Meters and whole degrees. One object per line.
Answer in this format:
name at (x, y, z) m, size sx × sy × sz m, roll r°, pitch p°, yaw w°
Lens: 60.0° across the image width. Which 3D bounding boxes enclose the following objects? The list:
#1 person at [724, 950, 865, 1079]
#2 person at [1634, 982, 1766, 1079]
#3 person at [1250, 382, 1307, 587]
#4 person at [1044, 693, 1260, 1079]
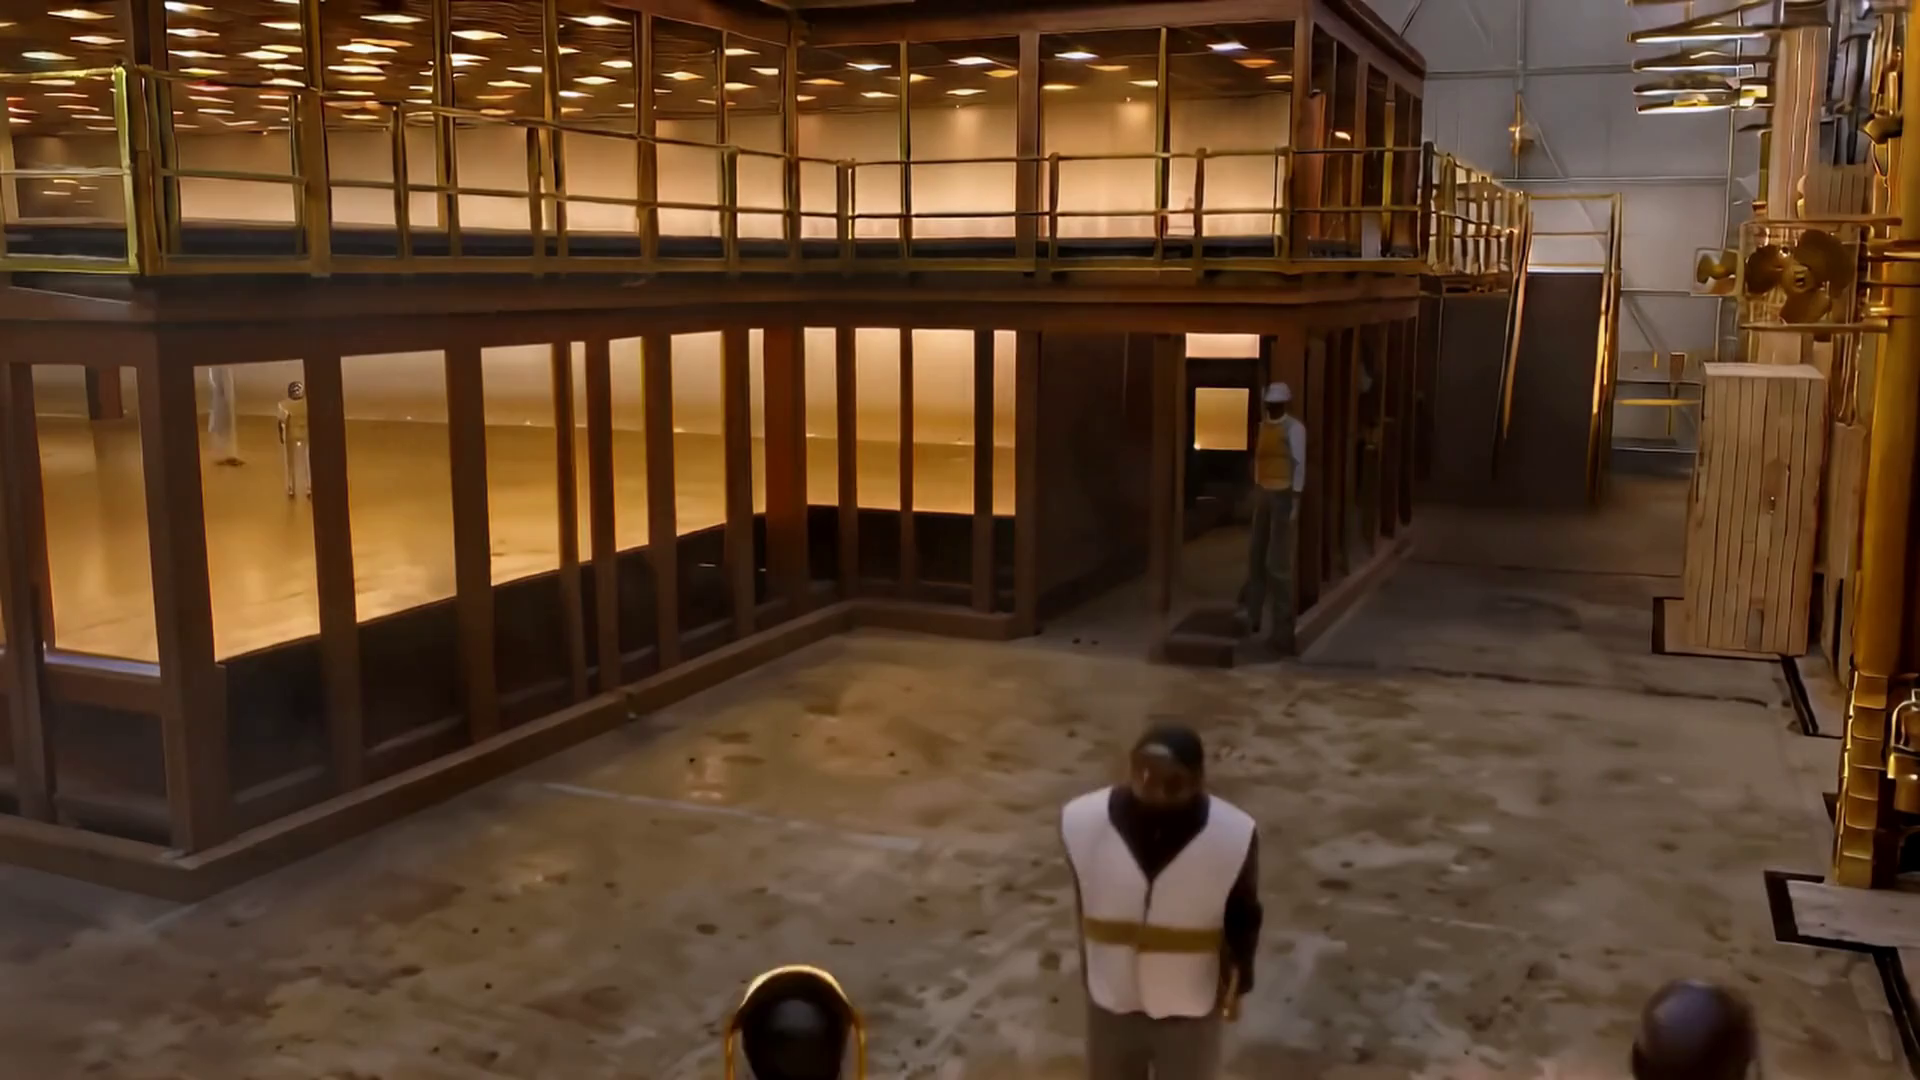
person at (-0.267, 1.654, 3.005) m, size 0.538 × 1.860 × 0.507 m, roll -1°, pitch 9°, yaw -5°
person at (1.376, 1.680, 3.098) m, size 0.621 × 1.790 × 0.992 m, roll 8°, pitch 12°, yaw 40°
person at (3.077, -0.539, 16.154) m, size 0.409 × 1.986 × 0.613 m, roll -7°, pitch 11°, yaw -35°
person at (0.558, 1.341, 4.866) m, size 0.602 × 1.893 × 0.817 m, roll 2°, pitch 9°, yaw 13°
